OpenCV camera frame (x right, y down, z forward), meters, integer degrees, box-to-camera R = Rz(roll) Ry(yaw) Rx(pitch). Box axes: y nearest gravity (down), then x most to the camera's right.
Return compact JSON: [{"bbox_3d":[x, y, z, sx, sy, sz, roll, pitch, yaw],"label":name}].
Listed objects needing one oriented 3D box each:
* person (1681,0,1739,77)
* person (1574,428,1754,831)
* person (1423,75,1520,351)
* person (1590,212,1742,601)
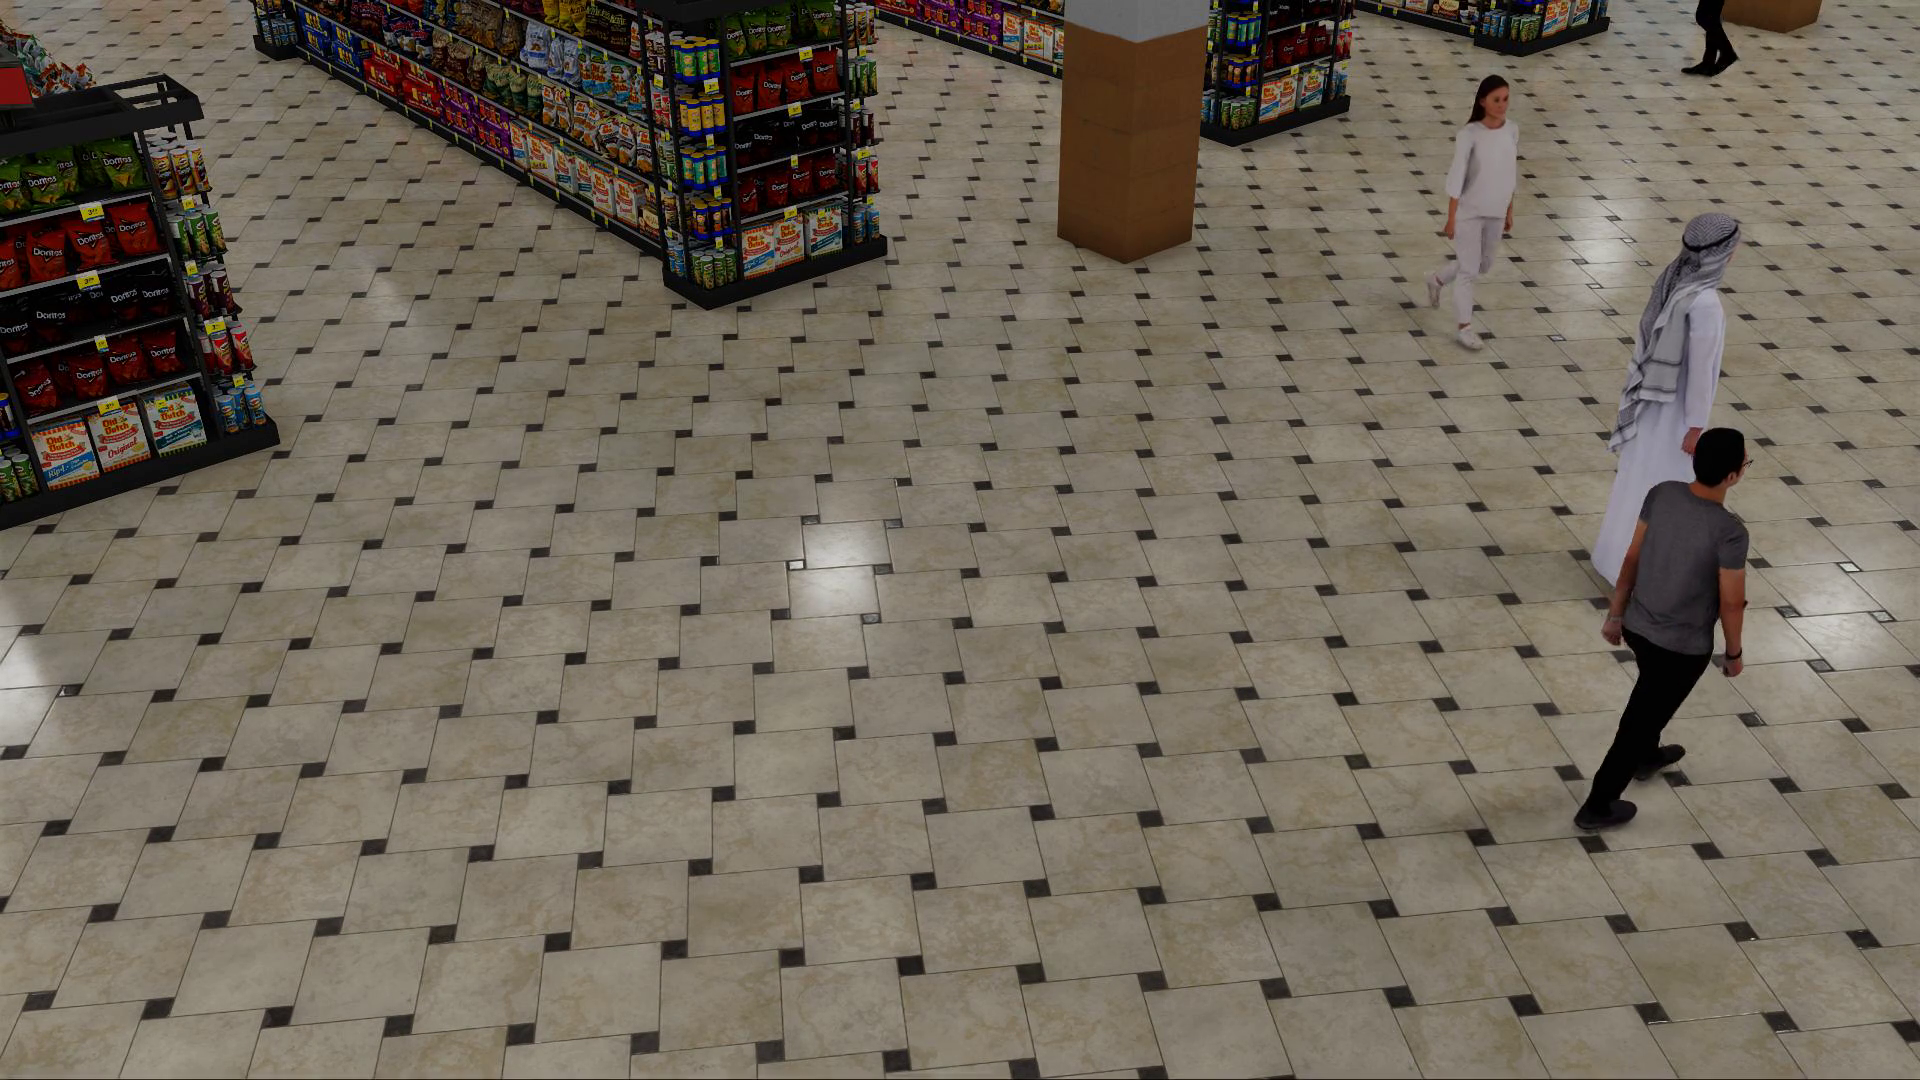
[{"bbox_3d":[7.056,-5.151,15.141,0.879,1.855,0.824,6,32,9],"label":"person"},{"bbox_3d":[2.635,0.385,6.362,0.857,1.731,0.941,-10,33,-16],"label":"person"},{"bbox_3d":[3.187,-2.065,10.355,0.742,1.672,0.997,-14,35,-21],"label":"person"},{"bbox_3d":[3.316,-0.608,7.772,0.861,1.926,0.778,-2,32,-3],"label":"person"}]
